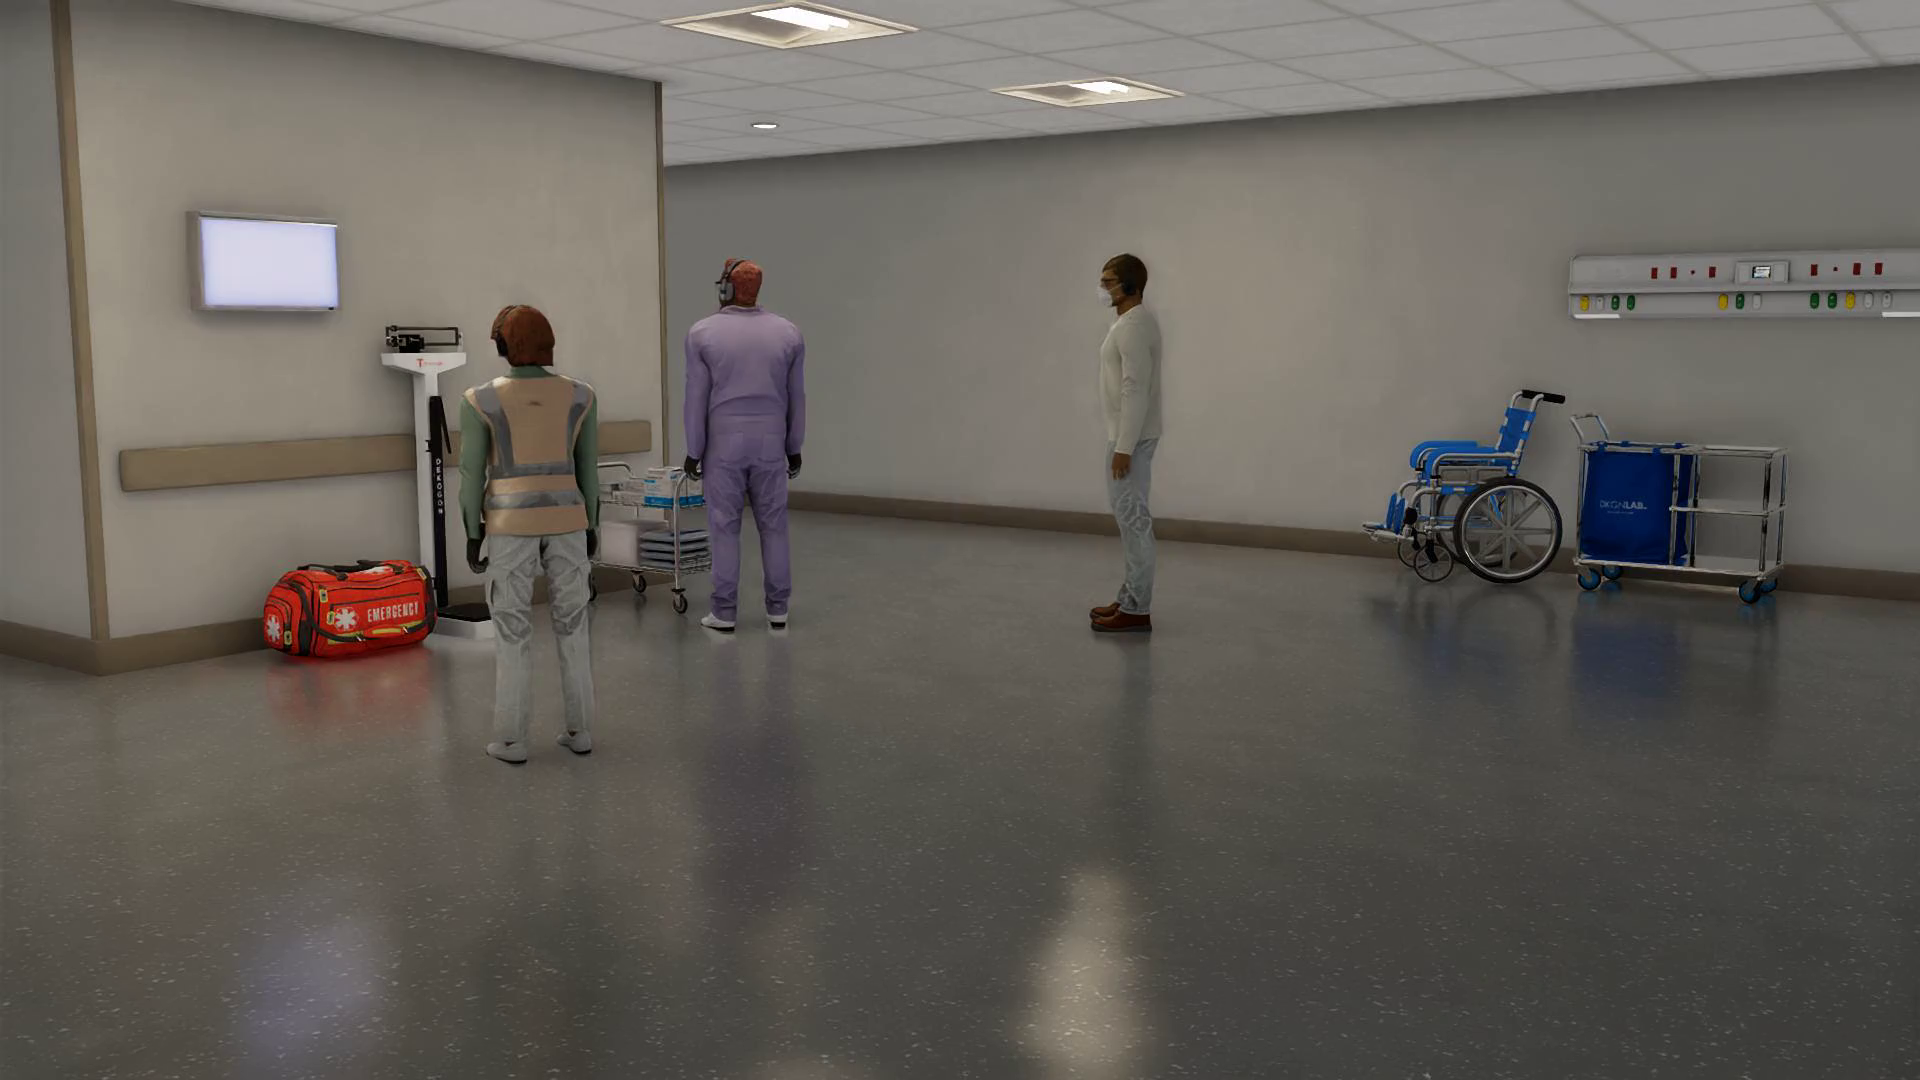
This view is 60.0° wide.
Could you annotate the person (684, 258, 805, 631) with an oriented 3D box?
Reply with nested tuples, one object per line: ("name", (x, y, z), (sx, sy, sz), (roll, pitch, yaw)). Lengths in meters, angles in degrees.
("person", (-1.119, -0.487, 8.582), (0.651, 1.911, 0.409), (-3, 8, -25))

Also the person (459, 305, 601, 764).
("person", (-1.527, -0.019, 5.955), (0.508, 1.629, 0.315), (-4, 8, -30))

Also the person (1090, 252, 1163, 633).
("person", (0.858, -0.495, 8.545), (0.369, 1.938, 0.631), (1, 7, 6))
